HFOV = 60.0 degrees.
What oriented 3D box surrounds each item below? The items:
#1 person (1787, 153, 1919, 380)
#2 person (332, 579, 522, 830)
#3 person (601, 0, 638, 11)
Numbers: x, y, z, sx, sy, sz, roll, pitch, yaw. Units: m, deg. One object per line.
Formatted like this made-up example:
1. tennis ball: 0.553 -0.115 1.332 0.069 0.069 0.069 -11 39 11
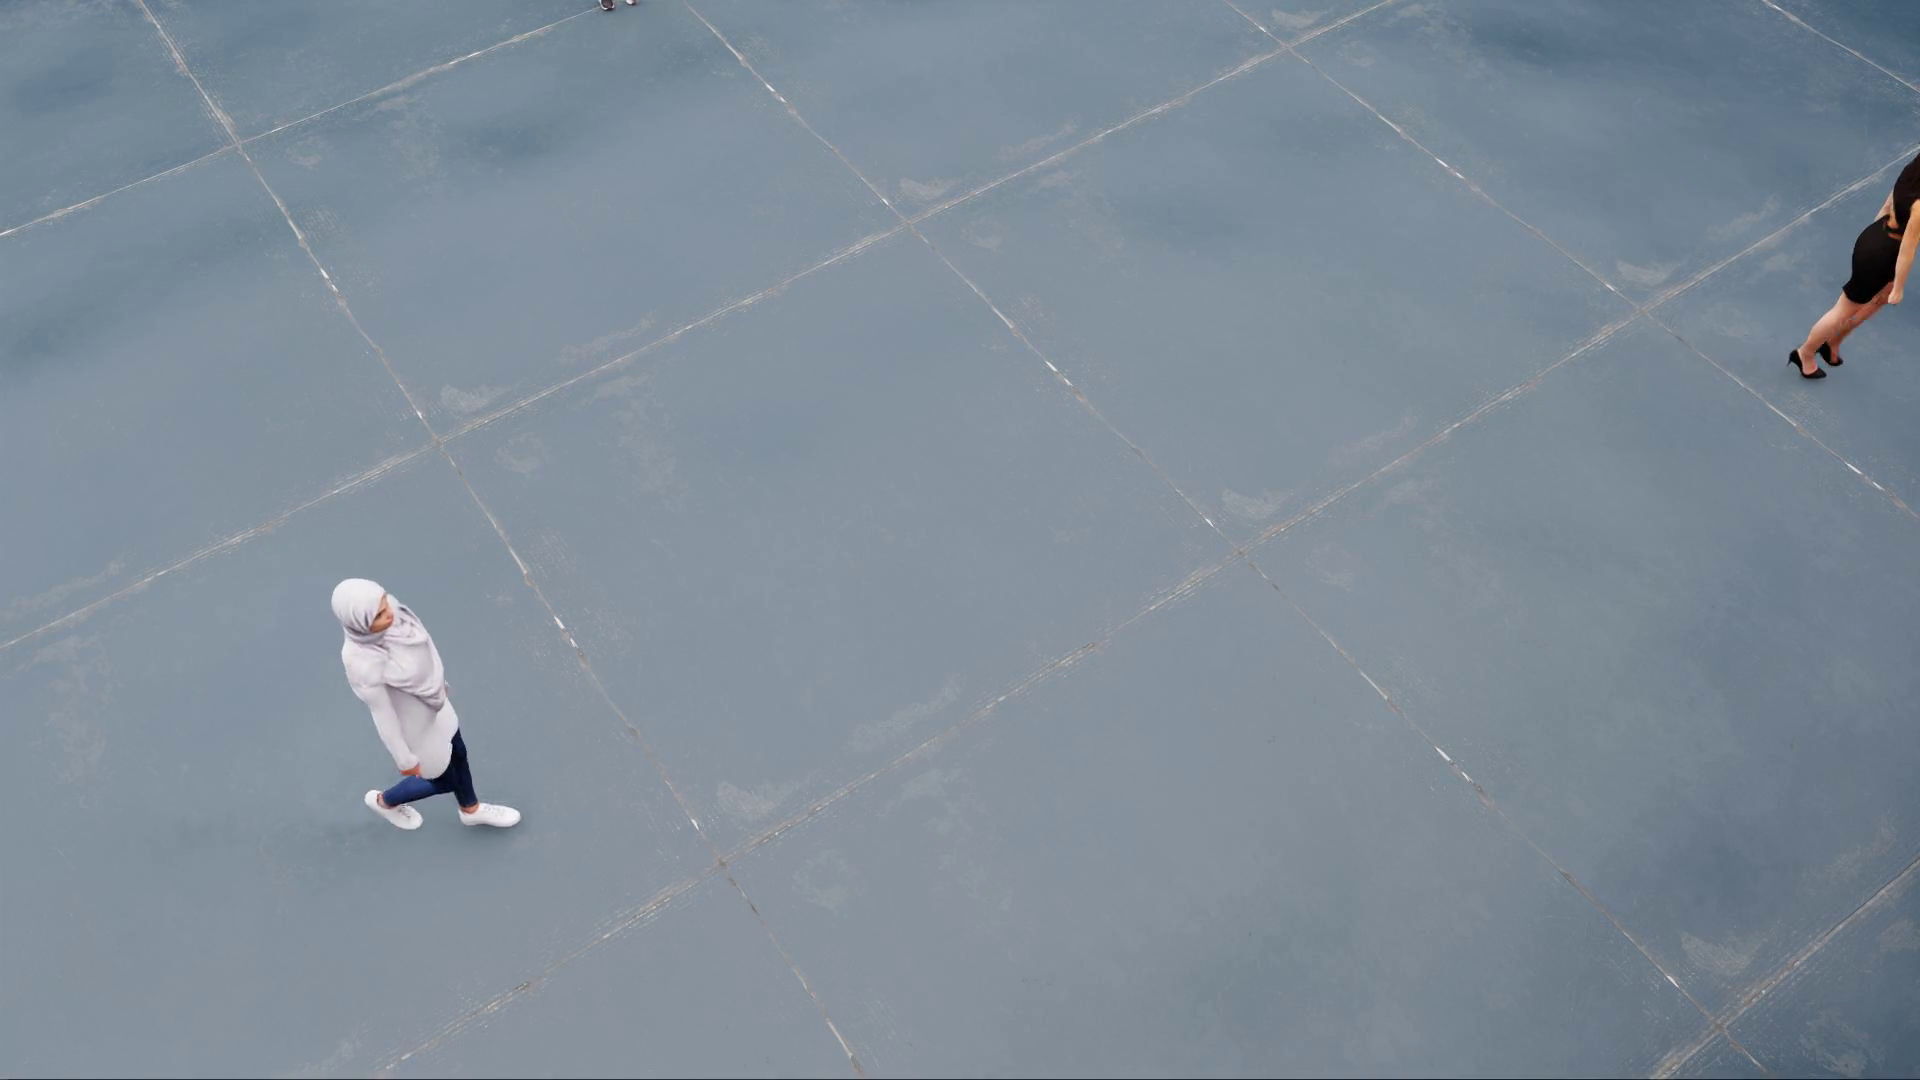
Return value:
1. person: 4.591 -1.433 8.488 0.753 1.634 0.702 12 53 9
2. person: -2.291 0.710 6.748 0.942 1.761 0.911 2 52 1
3. person: -2.304 -3.989 10.802 0.457 1.106 0.489 -23 56 -17
